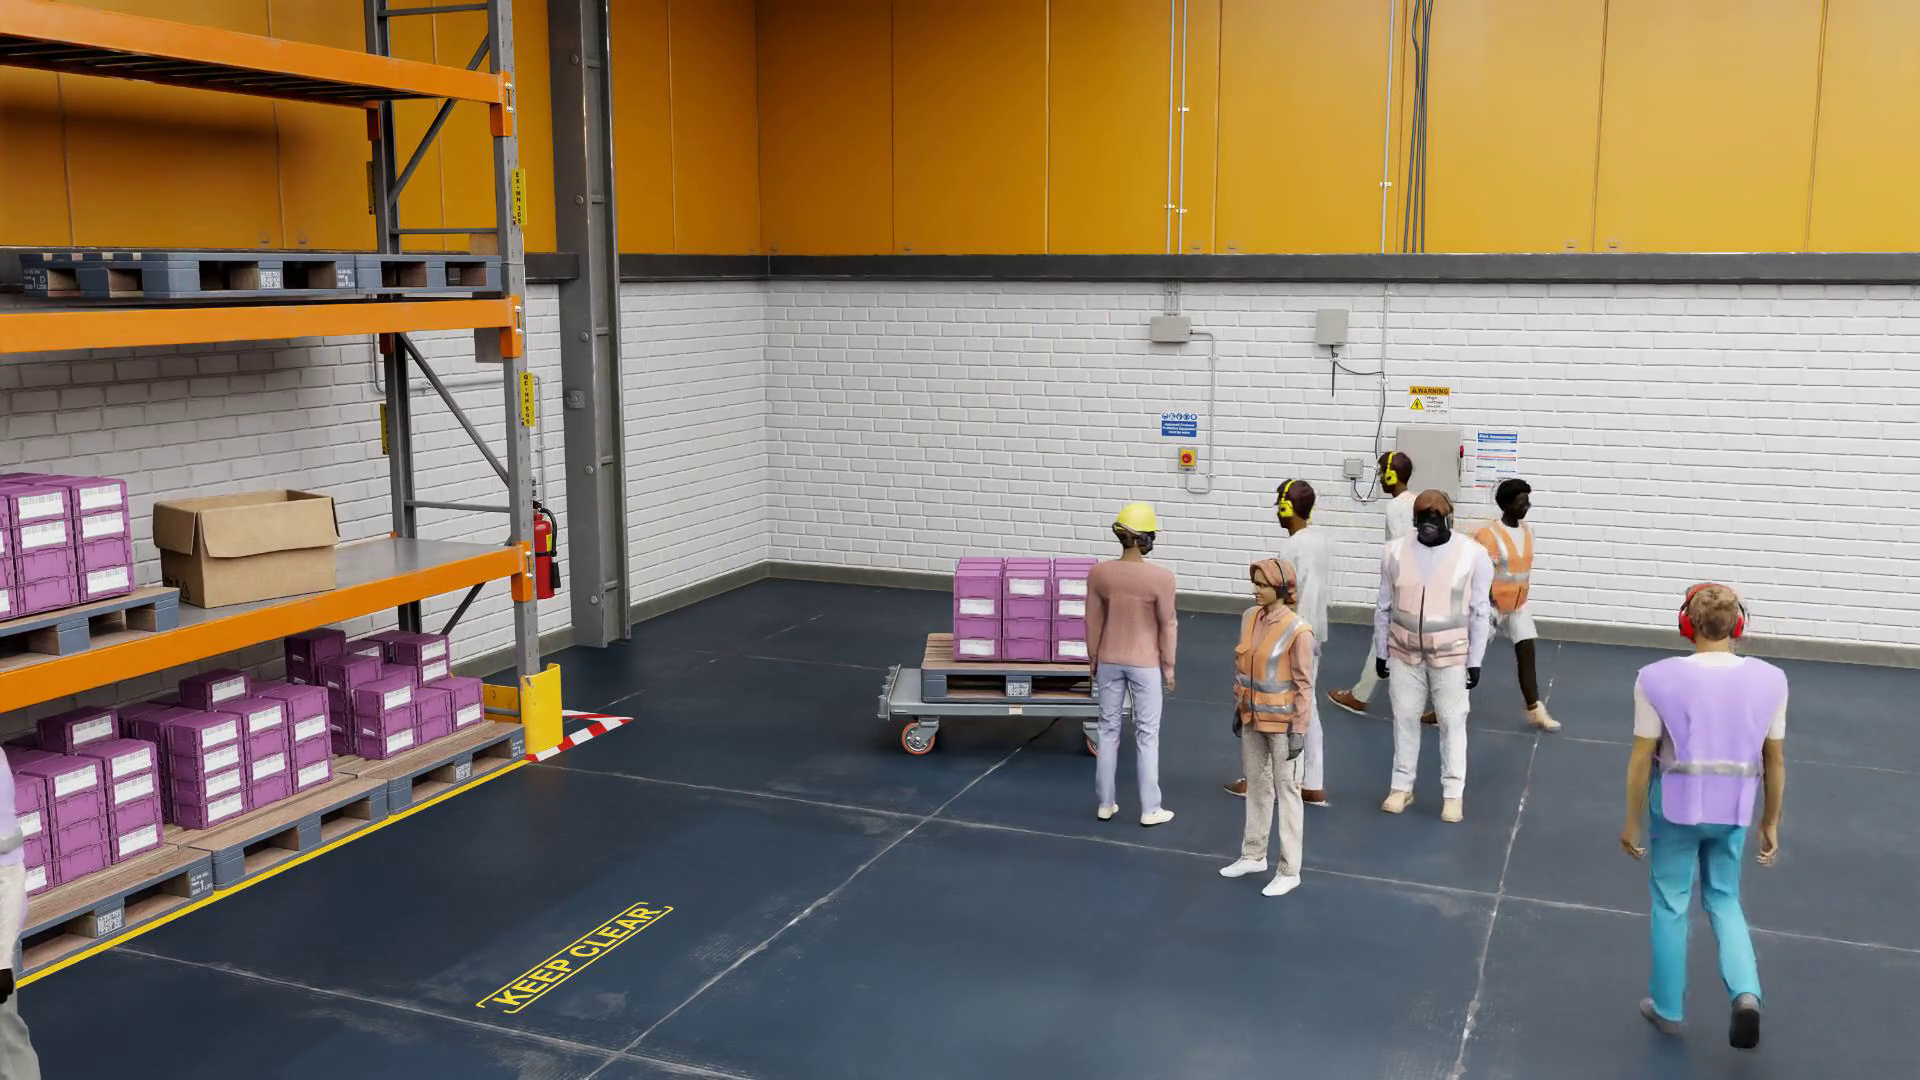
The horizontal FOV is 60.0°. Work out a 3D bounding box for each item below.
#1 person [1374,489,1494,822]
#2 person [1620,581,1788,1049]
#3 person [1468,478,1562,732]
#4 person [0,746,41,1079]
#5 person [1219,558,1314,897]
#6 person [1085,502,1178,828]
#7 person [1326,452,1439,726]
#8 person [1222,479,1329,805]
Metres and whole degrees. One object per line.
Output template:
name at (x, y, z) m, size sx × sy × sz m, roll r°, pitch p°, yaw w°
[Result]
person at (2.572, 0.627, 9.120) m, size 0.628 × 1.837 × 0.430 m, roll 6°, pitch 11°, yaw 30°
person at (2.870, 1.080, 6.398) m, size 0.575 × 1.829 × 0.550 m, roll 0°, pitch 9°, yaw 1°
person at (3.569, 0.404, 11.027) m, size 0.538 × 1.652 × 0.882 m, roll -5°, pitch 11°, yaw -27°
person at (-3.149, 1.221, 5.225) m, size 0.589 × 1.928 × 0.386 m, roll 7°, pitch 12°, yaw 36°
person at (1.509, 0.895, 8.076) m, size 0.307 × 1.640 × 0.520 m, roll -5°, pitch 11°, yaw -29°
person at (0.931, 0.674, 9.040) m, size 0.526 × 1.765 × 0.330 m, roll 5°, pitch 11°, yaw 28°
person at (2.932, 0.321, 11.076) m, size 0.555 × 1.798 × 0.929 m, roll -9°, pitch 13°, yaw -43°
person at (1.828, 0.569, 9.444) m, size 0.660 × 1.844 × 0.527 m, roll 8°, pitch 13°, yaw 42°
